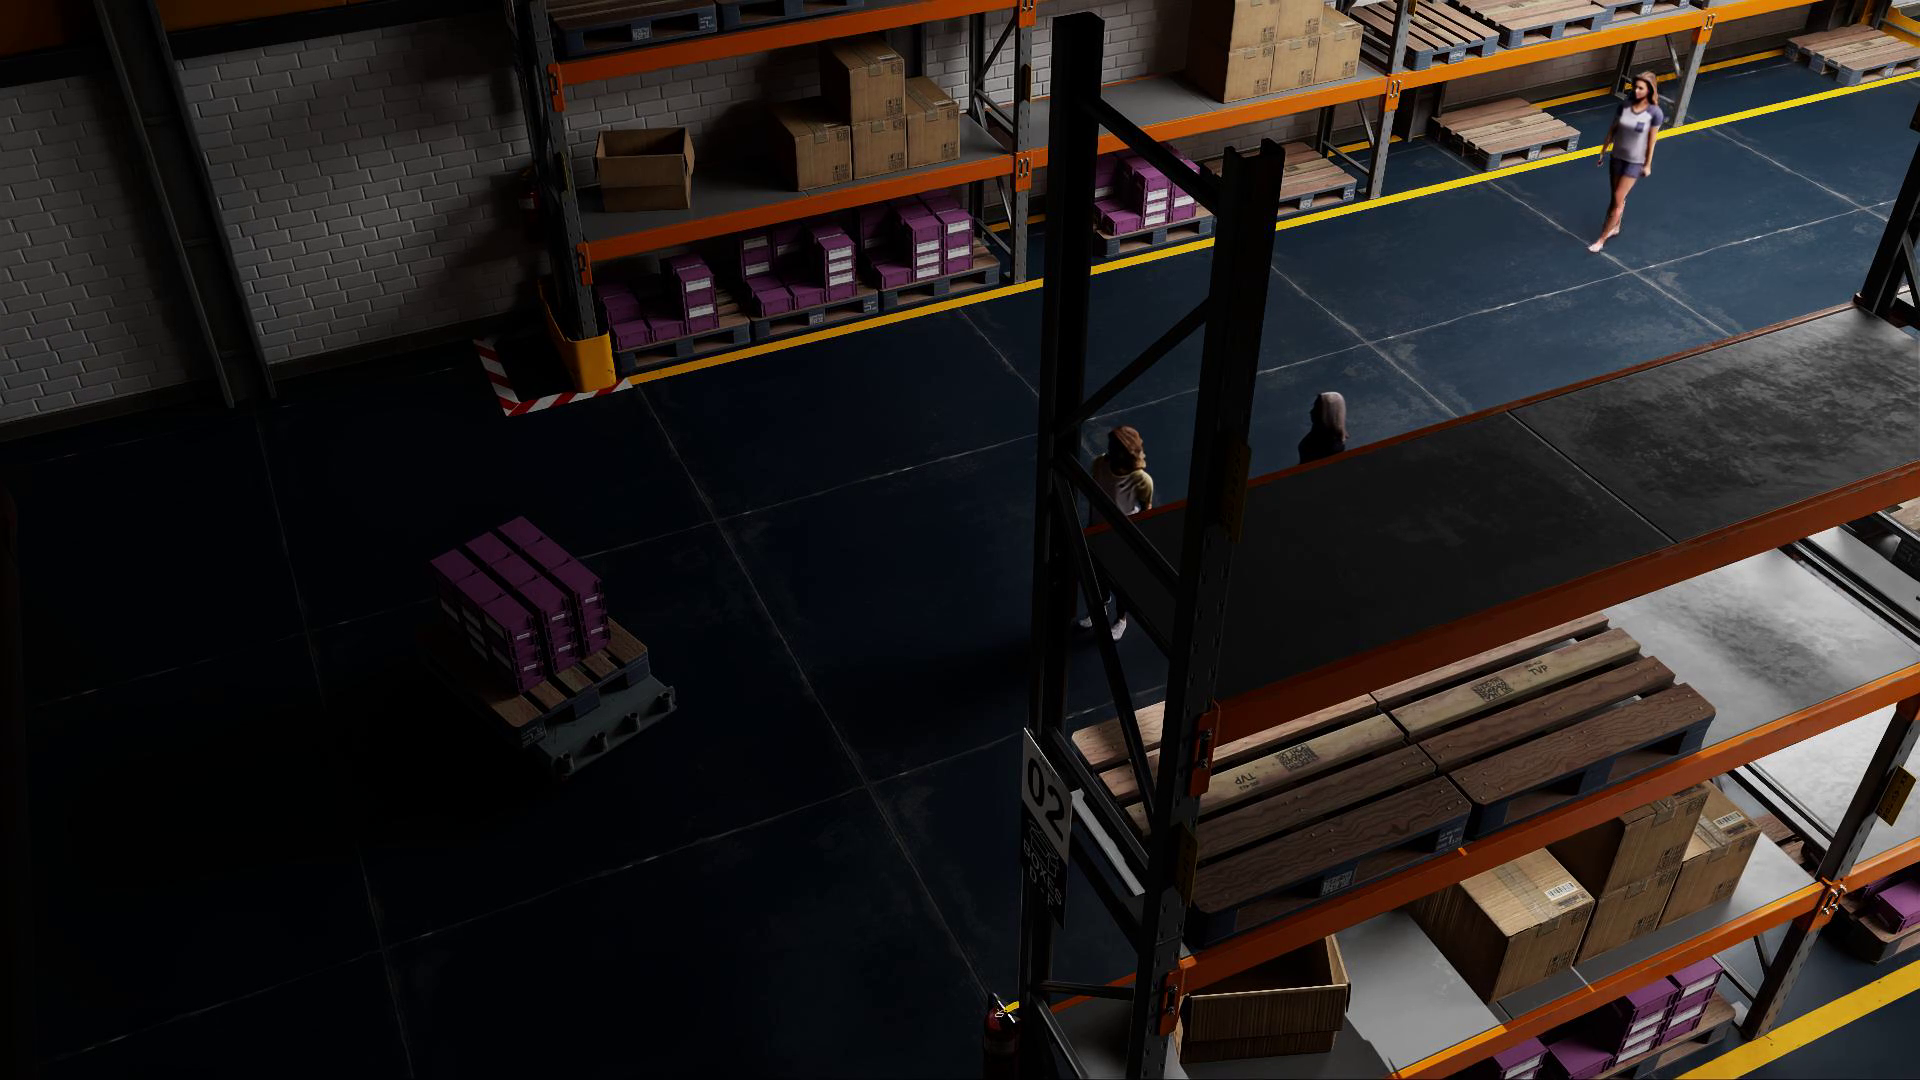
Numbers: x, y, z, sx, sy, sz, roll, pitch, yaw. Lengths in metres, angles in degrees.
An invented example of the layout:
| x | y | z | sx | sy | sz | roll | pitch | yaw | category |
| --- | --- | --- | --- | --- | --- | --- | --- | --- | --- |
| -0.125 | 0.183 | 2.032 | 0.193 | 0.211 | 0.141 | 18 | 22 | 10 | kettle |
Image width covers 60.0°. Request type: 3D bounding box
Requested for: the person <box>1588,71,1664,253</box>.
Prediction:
| x | y | z | sx | sy | sz | roll | pitch | yaw | category |
| --- | --- | --- | --- | --- | --- | --- | --- | --- | --- |
| 6.294 | -3.567 | 15.546 | 0.892 | 1.706 | 0.704 | -24 | 45 | -27 | person |

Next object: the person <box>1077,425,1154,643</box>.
| x | y | z | sx | sy | sz | roll | pitch | yaw | category |
| --- | --- | --- | --- | --- | --- | --- | --- | --- | --- |
| 1.052 | -0.065 | 11.145 | 0.708 | 1.726 | 0.701 | 26 | 45 | 29 | person |

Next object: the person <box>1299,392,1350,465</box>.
| x | y | z | sx | sy | sz | roll | pitch | yaw | category |
| --- | --- | --- | --- | --- | --- | --- | --- | --- | --- |
| 2.428 | -0.270 | 11.389 | 0.672 | 1.742 | 0.679 | -4 | 39 | -4 | person |
